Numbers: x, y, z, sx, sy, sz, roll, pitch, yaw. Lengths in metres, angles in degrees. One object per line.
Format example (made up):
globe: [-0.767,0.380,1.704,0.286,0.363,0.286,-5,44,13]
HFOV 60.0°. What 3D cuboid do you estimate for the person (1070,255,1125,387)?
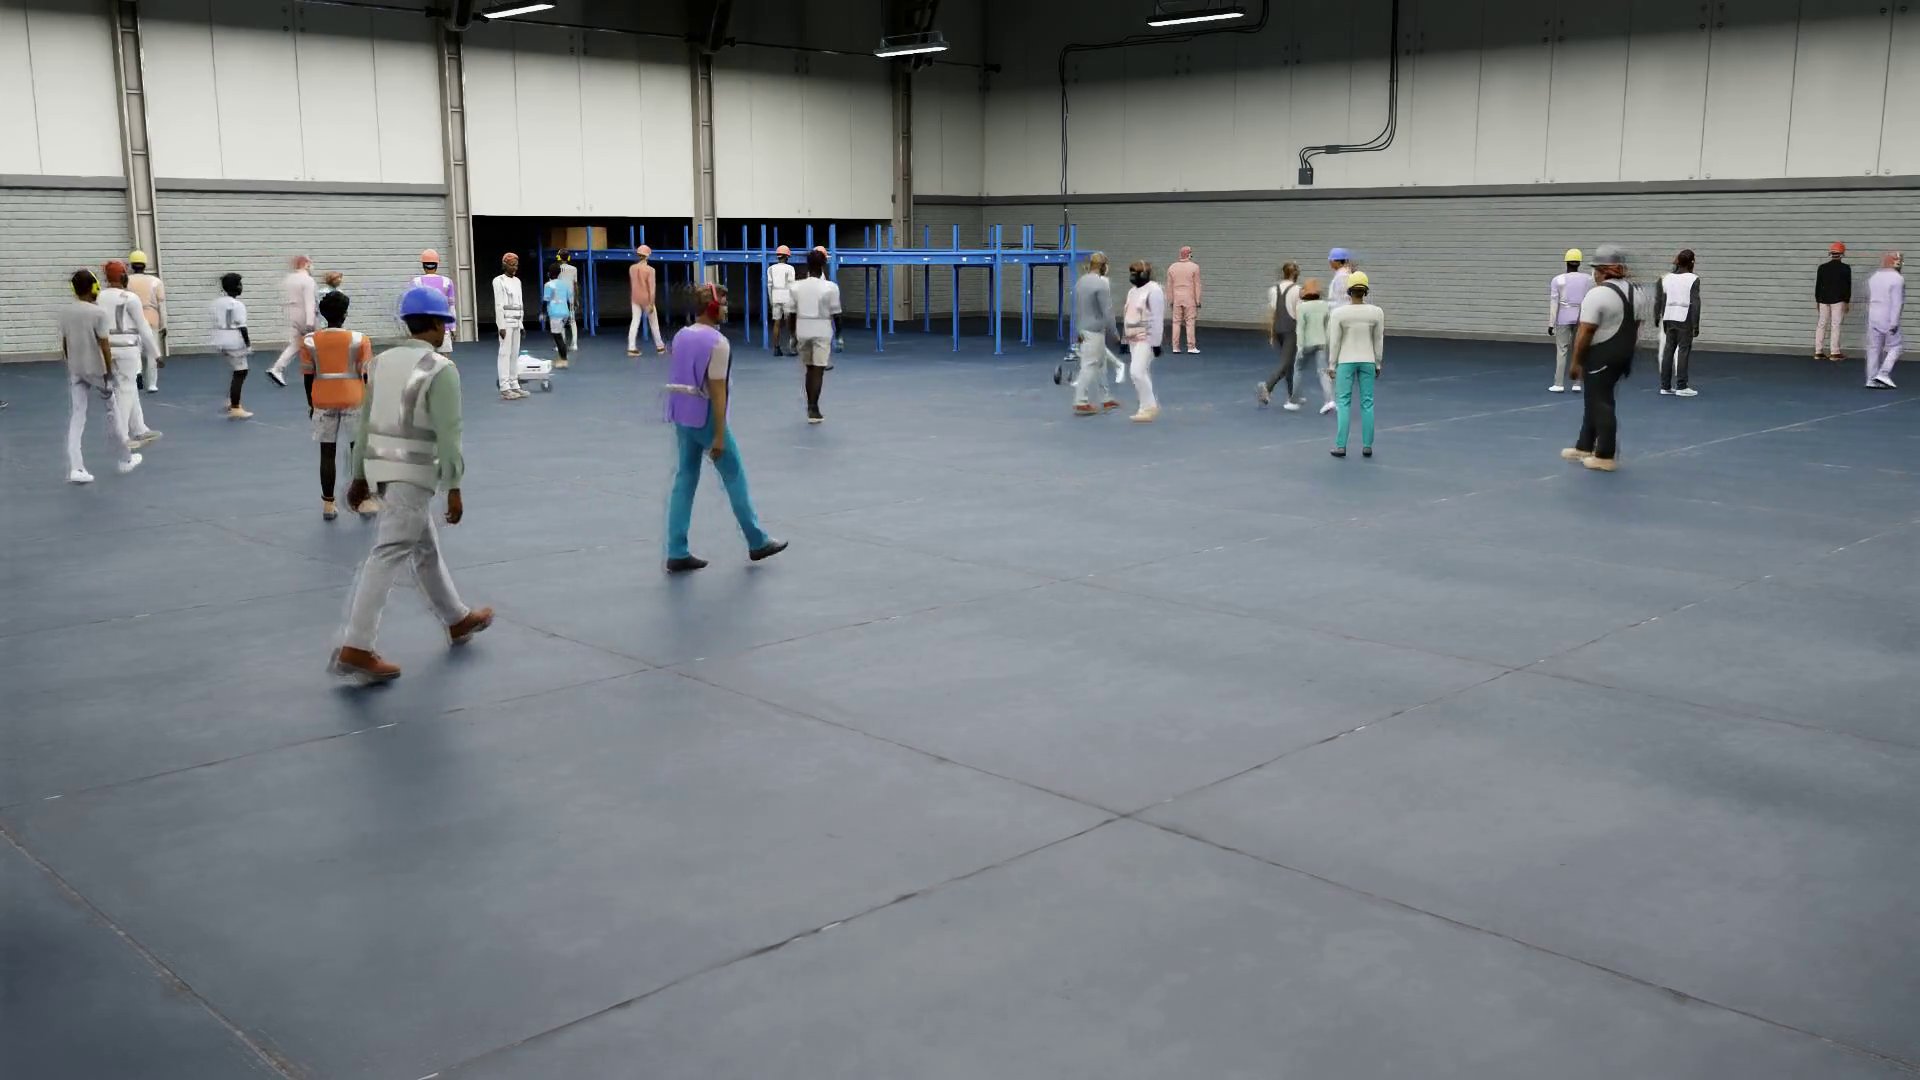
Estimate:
person: [1.953,-3.082,23.383,0.759,1.846,0.527,-7,12,-32]

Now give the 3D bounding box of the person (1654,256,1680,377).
person: [10.890,-3.423,25.332,0.632,1.817,0.817,2,11,11]

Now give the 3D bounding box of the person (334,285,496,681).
person: [-2.701,-0.303,8.191,0.676,1.870,1.080,8,13,38]

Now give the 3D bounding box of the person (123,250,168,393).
person: [-10.986,-2.930,22.357,0.591,1.910,0.543,-4,11,-21]

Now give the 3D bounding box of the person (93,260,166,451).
person: [-8.228,-1.840,16.568,0.587,1.864,0.705,5,11,24]

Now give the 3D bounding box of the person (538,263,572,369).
person: [-6.460,-3.574,26.521,0.512,1.675,0.531,4,11,21]

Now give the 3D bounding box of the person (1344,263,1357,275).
person: [6.606,-3.887,28.315,0.311,1.642,0.512,-10,14,-42]

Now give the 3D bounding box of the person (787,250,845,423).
person: [-1.612,-2.331,19.003,0.605,1.938,0.746,4,11,22]

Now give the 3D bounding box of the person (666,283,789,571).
person: [-1.532,-0.731,10.659,0.901,1.808,0.571,-10,14,-44]

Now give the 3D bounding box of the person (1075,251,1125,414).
person: [1.707,-2.457,19.777,0.813,1.912,0.646,-3,11,-18]

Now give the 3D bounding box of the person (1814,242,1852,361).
person: [14.870,-4.067,28.323,0.374,1.997,0.613,-6,12,-30]

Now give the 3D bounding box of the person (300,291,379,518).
person: [-4.647,-1.011,12.480,0.537,1.696,0.318,-2,11,-8]

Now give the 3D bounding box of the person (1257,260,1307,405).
person: [4.013,-2.561,20.630,0.840,1.817,0.515,-8,13,-36]

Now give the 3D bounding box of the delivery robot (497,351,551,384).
delivery robot: [-5.945,-2.343,22.720,0.707,0.478,0.477,-2,11,-12]

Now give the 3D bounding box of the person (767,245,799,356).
person: [-3.109,-4.210,29.295,0.543,1.928,0.374,4,11,22]

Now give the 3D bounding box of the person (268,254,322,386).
person: [-9.309,-3.104,23.478,0.658,1.866,0.937,9,14,40]

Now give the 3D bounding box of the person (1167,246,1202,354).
person: [4.050,-4.305,29.865,0.639,1.911,0.406,6,12,31]

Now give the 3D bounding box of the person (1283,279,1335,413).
person: [4.231,-2.328,19.940,0.484,1.590,0.814,-4,11,-21]

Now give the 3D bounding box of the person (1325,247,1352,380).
person: [5.572,-3.323,24.448,0.467,1.933,0.620,1,10,7]

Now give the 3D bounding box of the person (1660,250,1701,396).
person: [9.581,-2.892,22.134,0.392,1.920,0.591,-5,12,-26]

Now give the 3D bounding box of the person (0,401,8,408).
person: [-12.063,-2.536,20.416,0.601,1.832,0.404,3,11,14]

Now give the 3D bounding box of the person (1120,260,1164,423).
person: [2.058,-2.240,18.841,0.447,1.829,0.644,-3,11,-17]

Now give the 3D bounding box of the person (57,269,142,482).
person: [-7.564,-1.435,14.502,0.493,1.805,0.992,0,10,2]

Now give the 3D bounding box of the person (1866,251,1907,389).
person: [12.838,-3.037,23.014,0.429,1.892,0.646,-2,11,-9]

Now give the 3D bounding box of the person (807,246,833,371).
person: [-2.217,-3.659,26.258,0.356,1.937,0.552,-4,11,-23]

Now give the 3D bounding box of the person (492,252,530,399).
person: [-5.862,-2.796,21.696,0.355,1.886,0.572,3,11,14]

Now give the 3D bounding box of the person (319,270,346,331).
person: [-8.804,-2.982,23.412,0.371,1.622,0.545,4,11,19]

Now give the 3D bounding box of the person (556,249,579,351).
person: [-7.279,-4.425,30.661,0.515,1.865,0.312,-8,13,-38]

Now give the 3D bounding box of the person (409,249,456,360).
person: [-6.662,-2.700,21.035,0.551,1.935,0.375,-5,12,-26]

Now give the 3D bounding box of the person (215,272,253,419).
person: [-8.362,-2.241,19.224,0.547,1.679,0.381,9,14,42]

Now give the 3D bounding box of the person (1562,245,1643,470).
person: [5.765,-1.667,15.237,0.704,2.000,0.804,-8,13,-37]

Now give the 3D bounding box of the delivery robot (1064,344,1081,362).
delivery robot: [1.665,-2.718,24.053,0.335,0.223,0.698,3,11,14]

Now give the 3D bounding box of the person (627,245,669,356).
person: [-5.574,-4.252,29.513,0.619,1.958,0.896,5,12,26]

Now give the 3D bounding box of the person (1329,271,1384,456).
person: [3.797,-1.688,15.984,0.523,1.769,0.310,0,10,-2]

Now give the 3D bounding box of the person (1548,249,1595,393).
person: [8.249,-2.962,22.489,0.586,1.928,0.364,0,10,-1]
